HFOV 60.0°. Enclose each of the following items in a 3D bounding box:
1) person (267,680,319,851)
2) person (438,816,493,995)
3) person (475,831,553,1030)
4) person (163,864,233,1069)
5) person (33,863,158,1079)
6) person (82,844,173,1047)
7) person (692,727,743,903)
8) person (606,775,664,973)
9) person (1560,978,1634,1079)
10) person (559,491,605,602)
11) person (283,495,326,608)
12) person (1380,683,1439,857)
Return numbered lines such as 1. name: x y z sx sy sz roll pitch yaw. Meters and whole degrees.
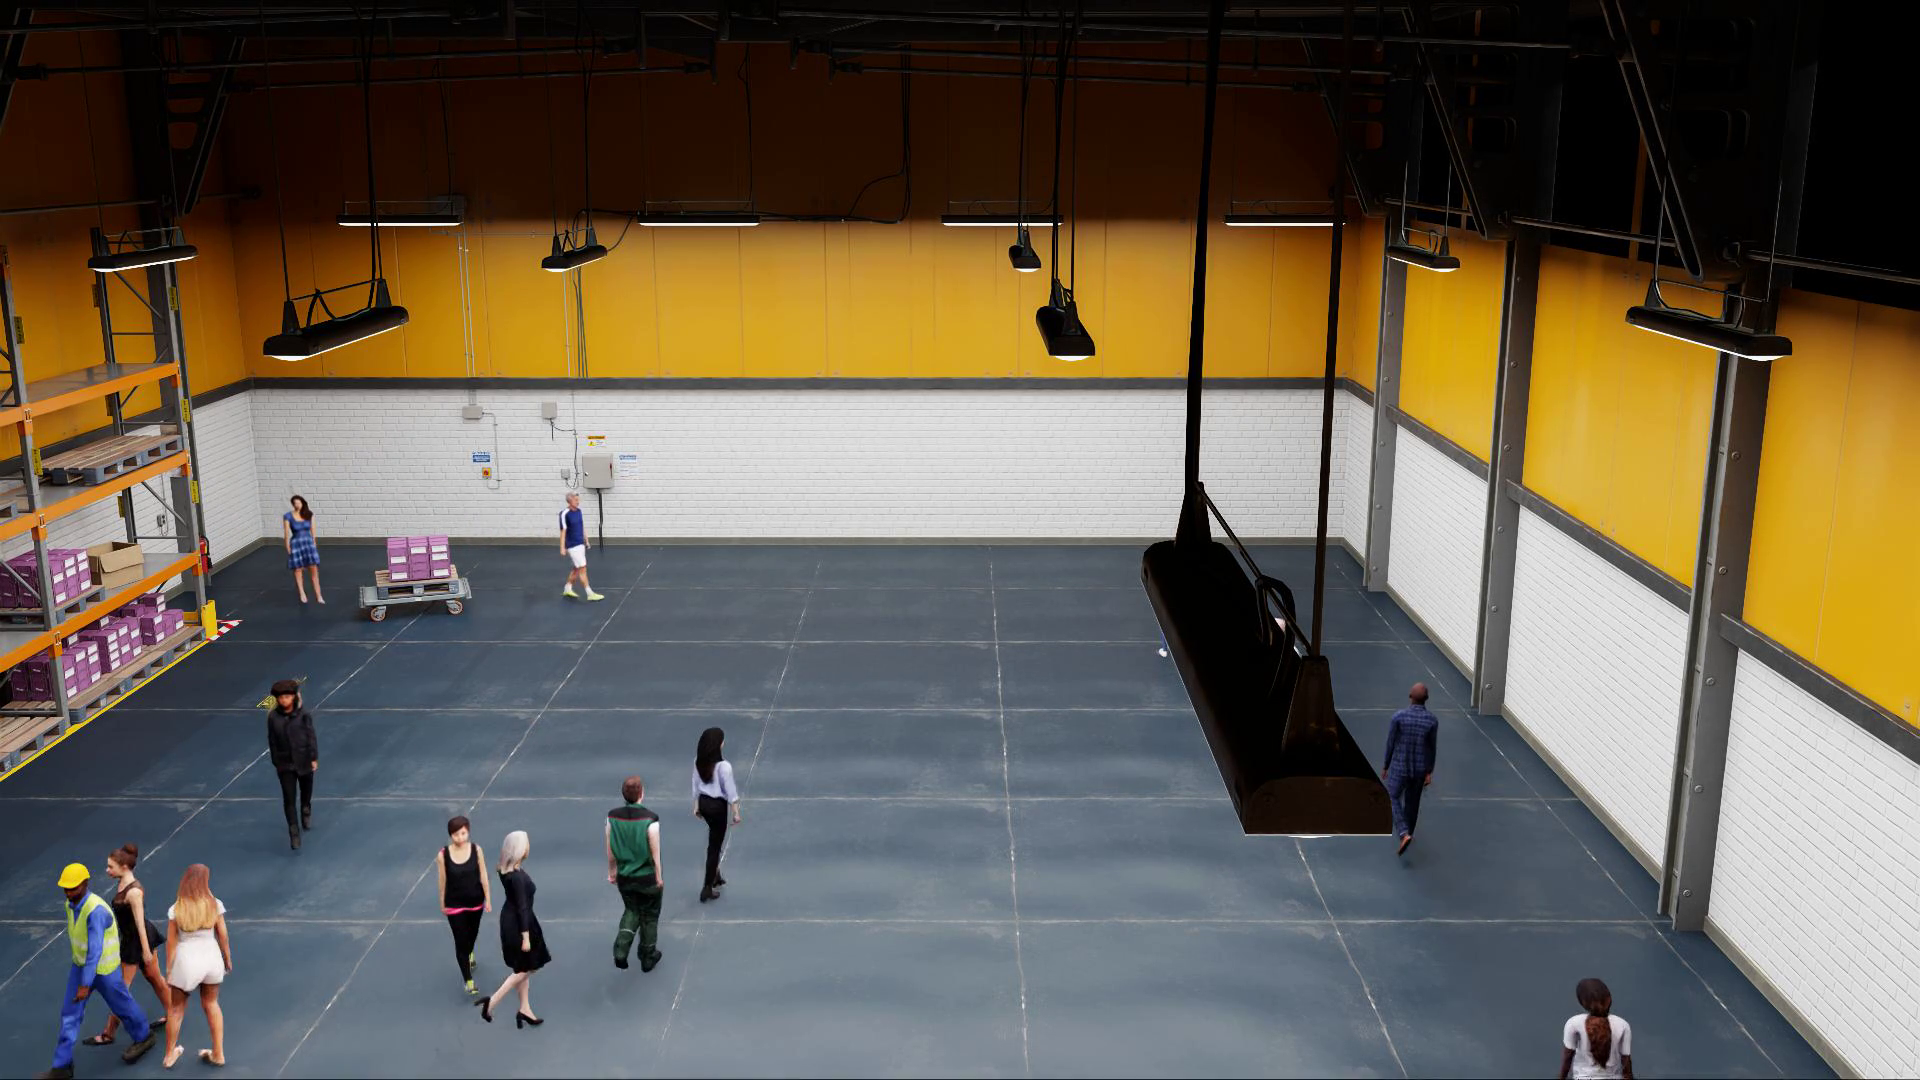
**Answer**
1. person: -6.997 2.296 17.510 0.942 1.752 1.216 -6 15 -24
2. person: -4.343 3.132 14.568 0.859 1.511 1.091 -7 15 -25
3. person: -3.692 3.243 13.646 0.916 1.730 0.906 -8 16 -31
4. person: -5.979 3.392 13.159 0.846 1.670 0.850 -11 17 -38
5. person: -6.733 3.353 13.117 0.990 1.765 1.259 7 15 27
6. person: -6.663 3.281 13.651 0.964 1.653 0.997 -9 16 -34
7. person: -2.441 2.665 16.037 0.814 1.727 0.859 10 17 35
8. person: -2.858 2.963 14.583 0.770 1.832 0.884 4 14 17
9. person: 4.364 3.830 11.303 0.684 1.691 0.655 5 15 20
10. person: -6.192 0.104 26.476 0.926 1.793 1.028 5 14 19
11. person: -10.407 0.173 26.248 1.026 1.766 1.166 -10 17 -35
12. person: 4.632 2.359 17.142 0.706 1.803 0.971 0 14 -2
